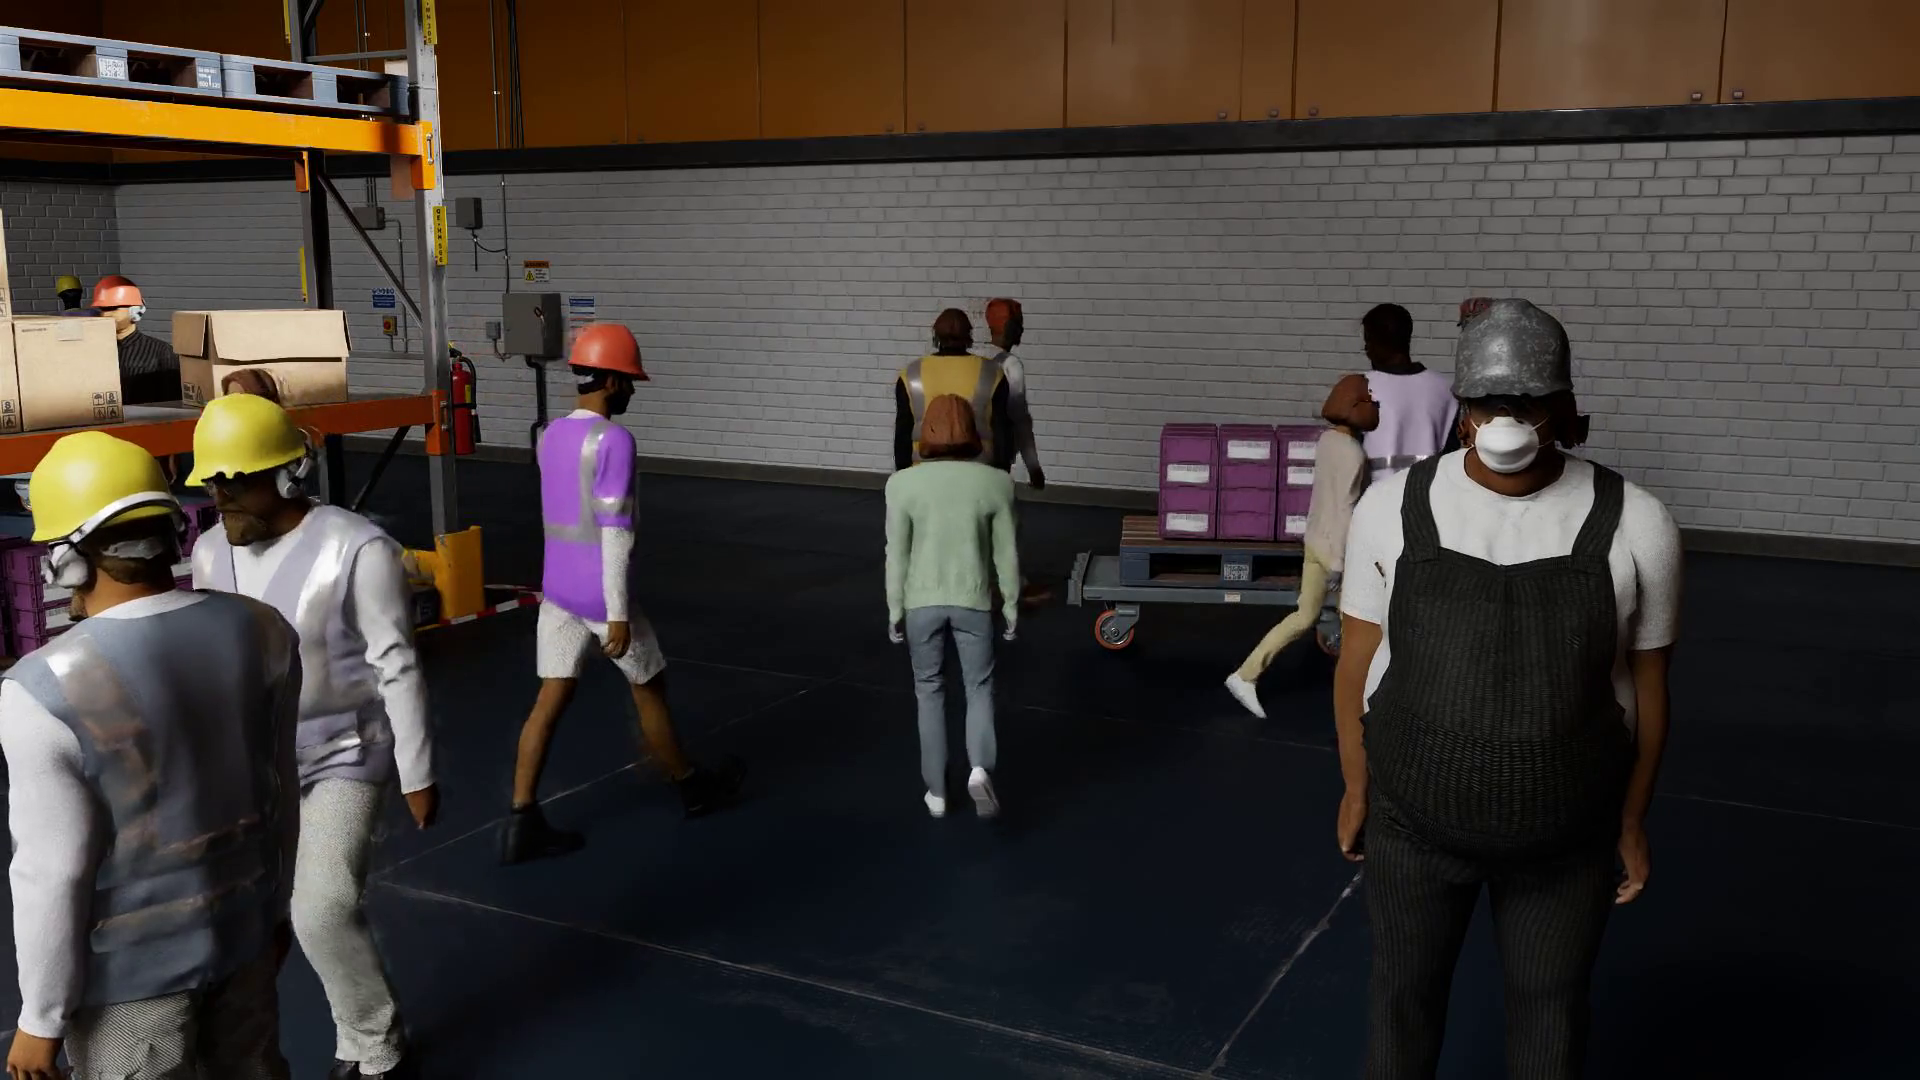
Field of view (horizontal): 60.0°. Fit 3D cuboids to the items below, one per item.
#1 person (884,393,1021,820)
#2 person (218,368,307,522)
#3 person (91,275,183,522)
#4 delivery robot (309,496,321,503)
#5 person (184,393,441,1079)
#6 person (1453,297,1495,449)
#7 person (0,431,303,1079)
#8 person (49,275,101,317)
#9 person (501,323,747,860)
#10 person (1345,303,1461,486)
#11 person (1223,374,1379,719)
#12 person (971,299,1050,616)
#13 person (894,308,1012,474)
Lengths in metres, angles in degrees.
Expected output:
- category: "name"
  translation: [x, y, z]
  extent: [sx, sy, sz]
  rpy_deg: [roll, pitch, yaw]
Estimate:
- category: "person"
  translation: [-0.026, 0.269, 6.170]
  extent: [0.510, 1.610, 0.544]
  rpy_deg: [-1, 10, -4]
- category: "person"
  translation: [-3.101, 0.039, 7.464]
  extent: [0.517, 1.625, 0.397]
  rpy_deg: [4, 10, 21]
- category: "person"
  translation: [-4.791, -0.520, 9.616]
  extent: [0.609, 1.996, 0.383]
  rpy_deg: [1, 10, 3]
- category: "delivery robot"
  translation: [-4.694, -0.162, 11.440]
  extent: [0.707, 0.478, 0.477]
  rpy_deg: [-6, 11, -30]
- category: "person"
  translation: [-1.584, 0.543, 4.022]
  extent: [0.612, 1.802, 0.493]
  rpy_deg: [5, 11, 26]
- category: "person"
  translation: [3.011, -0.436, 9.496]
  extent: [0.653, 1.878, 0.506]
  rpy_deg: [-7, 12, -35]
- category: "person"
  translation: [-1.432, 0.716, 2.966]
  extent: [0.403, 1.822, 0.588]
  rpy_deg: [4, 11, 22]
- category: "person"
  translation: [-8.216, -1.502, 15.526]
  extent: [0.380, 1.917, 0.586]
  rpy_deg: [8, 13, 39]
- category: "person"
  translation: [-1.265, 0.169, 5.983]
  extent: [0.559, 1.869, 1.034]
  rpy_deg: [9, 13, 43]
- category: "person"
  translation: [2.001, -0.105, 7.496]
  extent: [0.684, 1.908, 0.689]
  rpy_deg: [-2, 10, -12]
- category: "person"
  translation: [1.614, 0.055, 7.499]
  extent: [0.804, 1.608, 0.492]
  rpy_deg: [-2, 10, -10]
- category: "person"
  translation: [0.288, -0.473, 9.738]
  extent: [0.826, 1.850, 0.578]
  rpy_deg: [-4, 10, -20]
- category: "person"
  translation: [-0.034, -0.353, 9.131]
  extent: [0.639, 1.828, 0.444]
  rpy_deg: [1, 10, 8]
